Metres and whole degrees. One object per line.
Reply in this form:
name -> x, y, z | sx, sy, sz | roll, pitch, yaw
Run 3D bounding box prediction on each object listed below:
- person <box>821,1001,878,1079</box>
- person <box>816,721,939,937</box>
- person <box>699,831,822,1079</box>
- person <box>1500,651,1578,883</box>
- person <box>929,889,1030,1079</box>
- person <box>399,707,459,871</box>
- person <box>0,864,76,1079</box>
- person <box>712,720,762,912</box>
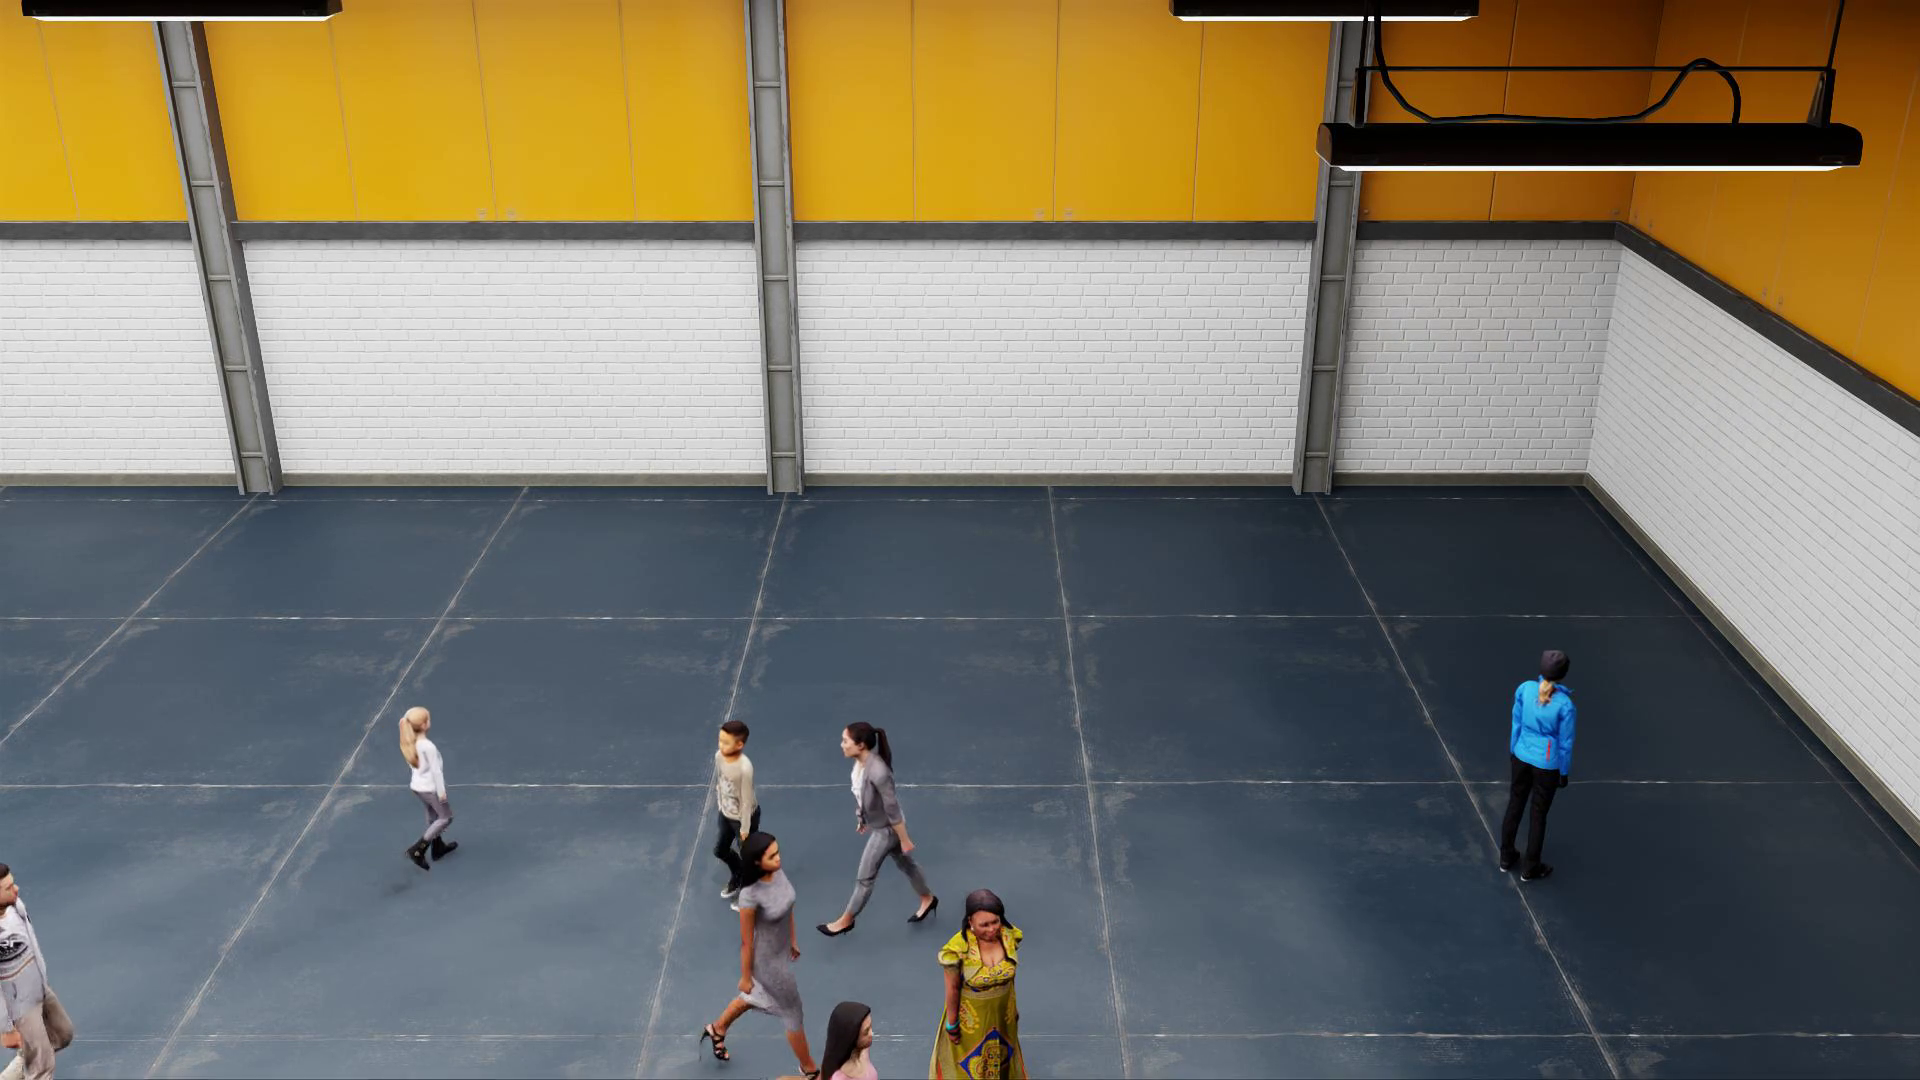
person -> -0.627, 3.070, 8.503 | 0.682, 1.735, 0.669 | 8, 25, 17
person -> -0.422, 1.965, 11.198 | 1.175, 1.601, 0.842 | -7, 25, -16
person -> -1.211, 2.484, 9.837 | 1.198, 1.740, 0.840 | 8, 25, 17
person -> 4.095, 1.590, 11.812 | 0.730, 1.797, 0.692 | -18, 30, -36
person -> 0.123, 2.691, 9.465 | 0.950, 1.659, 1.056 | -15, 28, -30
person -> -3.878, 1.805, 11.981 | 0.714, 1.267, 0.764 | 20, 30, 37
person -> -5.407, 2.610, 9.429 | 0.876, 1.836, 0.784 | -4, 24, -8
person -> -1.478, 1.884, 11.567 | 0.625, 1.453, 0.696 | 19, 30, 37
